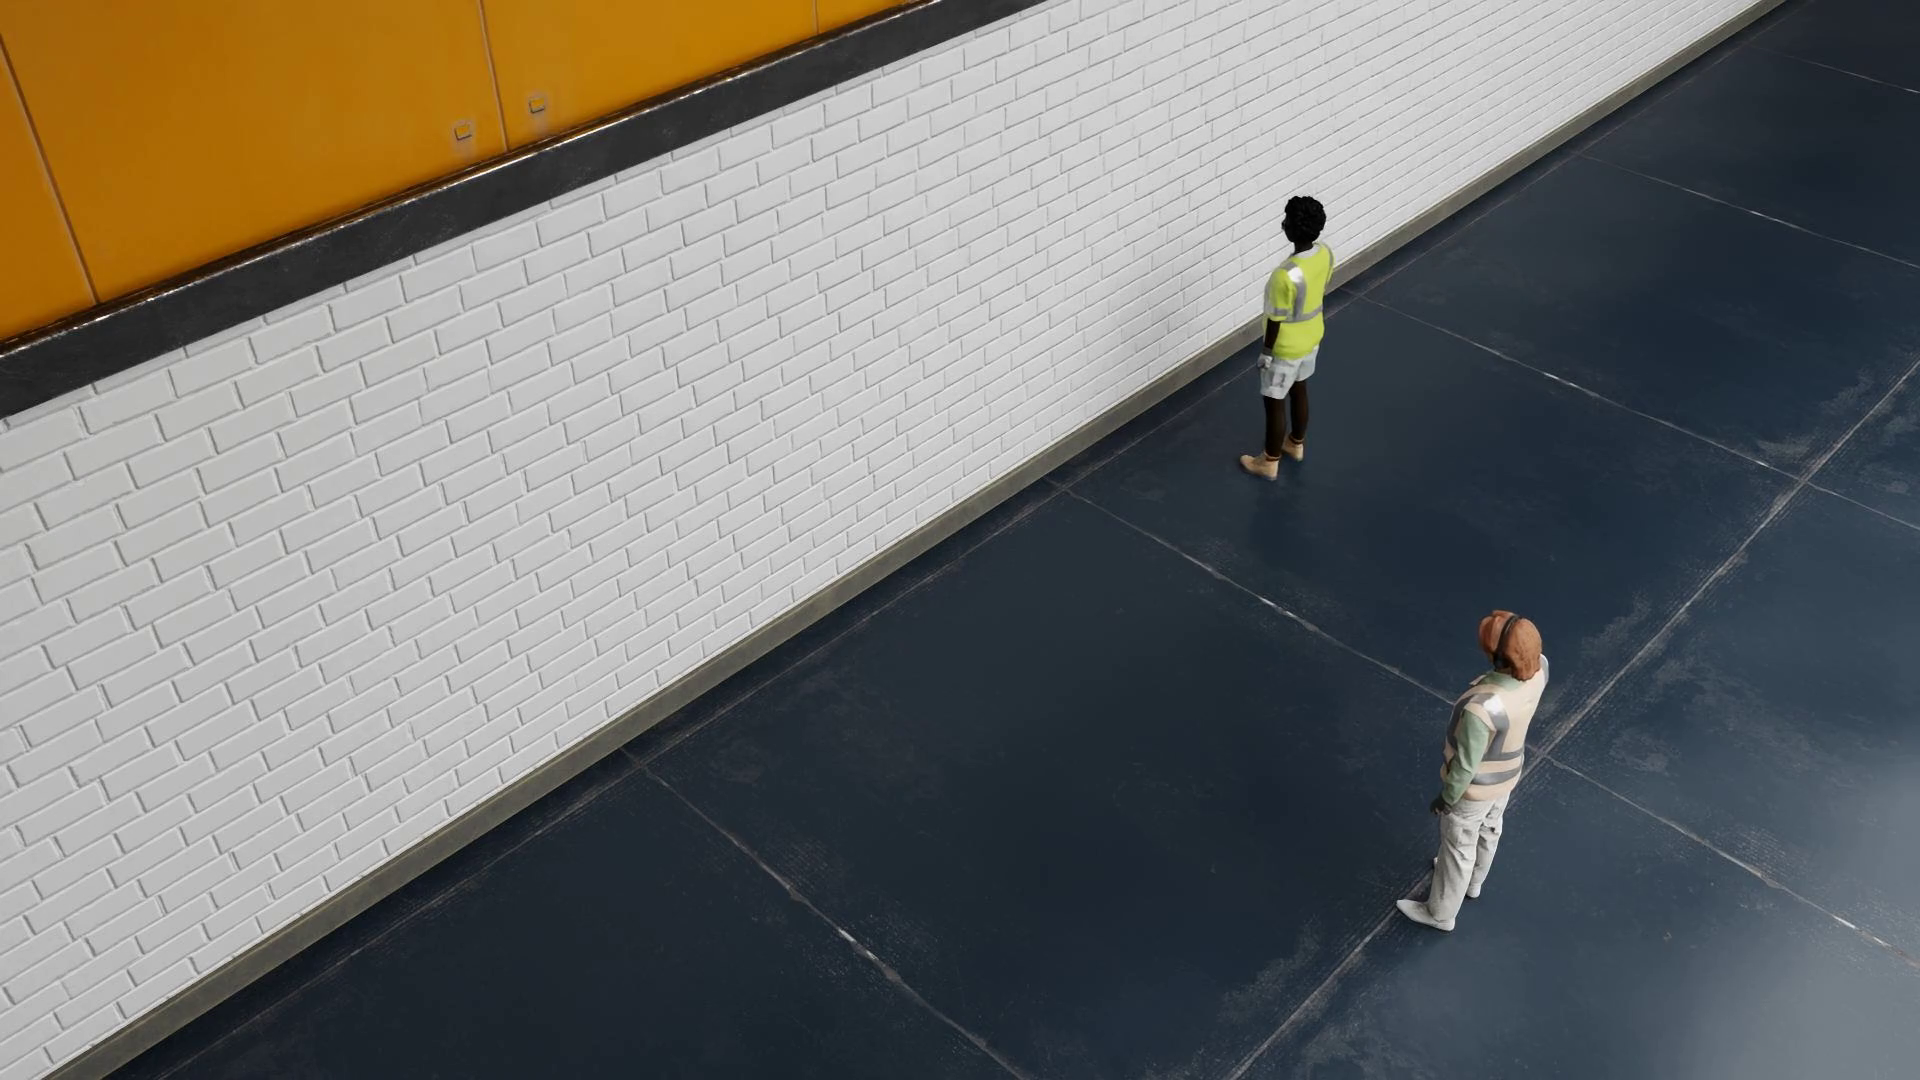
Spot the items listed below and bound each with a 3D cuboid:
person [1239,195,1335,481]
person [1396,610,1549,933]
[{"bbox_3d":[1.819,-1.107,9.166,0.321,1.688,0.528,26,45,29],"label":"person"},{"bbox_3d":[2.077,0.935,6.653,0.306,1.638,0.510,31,48,33],"label":"person"}]
